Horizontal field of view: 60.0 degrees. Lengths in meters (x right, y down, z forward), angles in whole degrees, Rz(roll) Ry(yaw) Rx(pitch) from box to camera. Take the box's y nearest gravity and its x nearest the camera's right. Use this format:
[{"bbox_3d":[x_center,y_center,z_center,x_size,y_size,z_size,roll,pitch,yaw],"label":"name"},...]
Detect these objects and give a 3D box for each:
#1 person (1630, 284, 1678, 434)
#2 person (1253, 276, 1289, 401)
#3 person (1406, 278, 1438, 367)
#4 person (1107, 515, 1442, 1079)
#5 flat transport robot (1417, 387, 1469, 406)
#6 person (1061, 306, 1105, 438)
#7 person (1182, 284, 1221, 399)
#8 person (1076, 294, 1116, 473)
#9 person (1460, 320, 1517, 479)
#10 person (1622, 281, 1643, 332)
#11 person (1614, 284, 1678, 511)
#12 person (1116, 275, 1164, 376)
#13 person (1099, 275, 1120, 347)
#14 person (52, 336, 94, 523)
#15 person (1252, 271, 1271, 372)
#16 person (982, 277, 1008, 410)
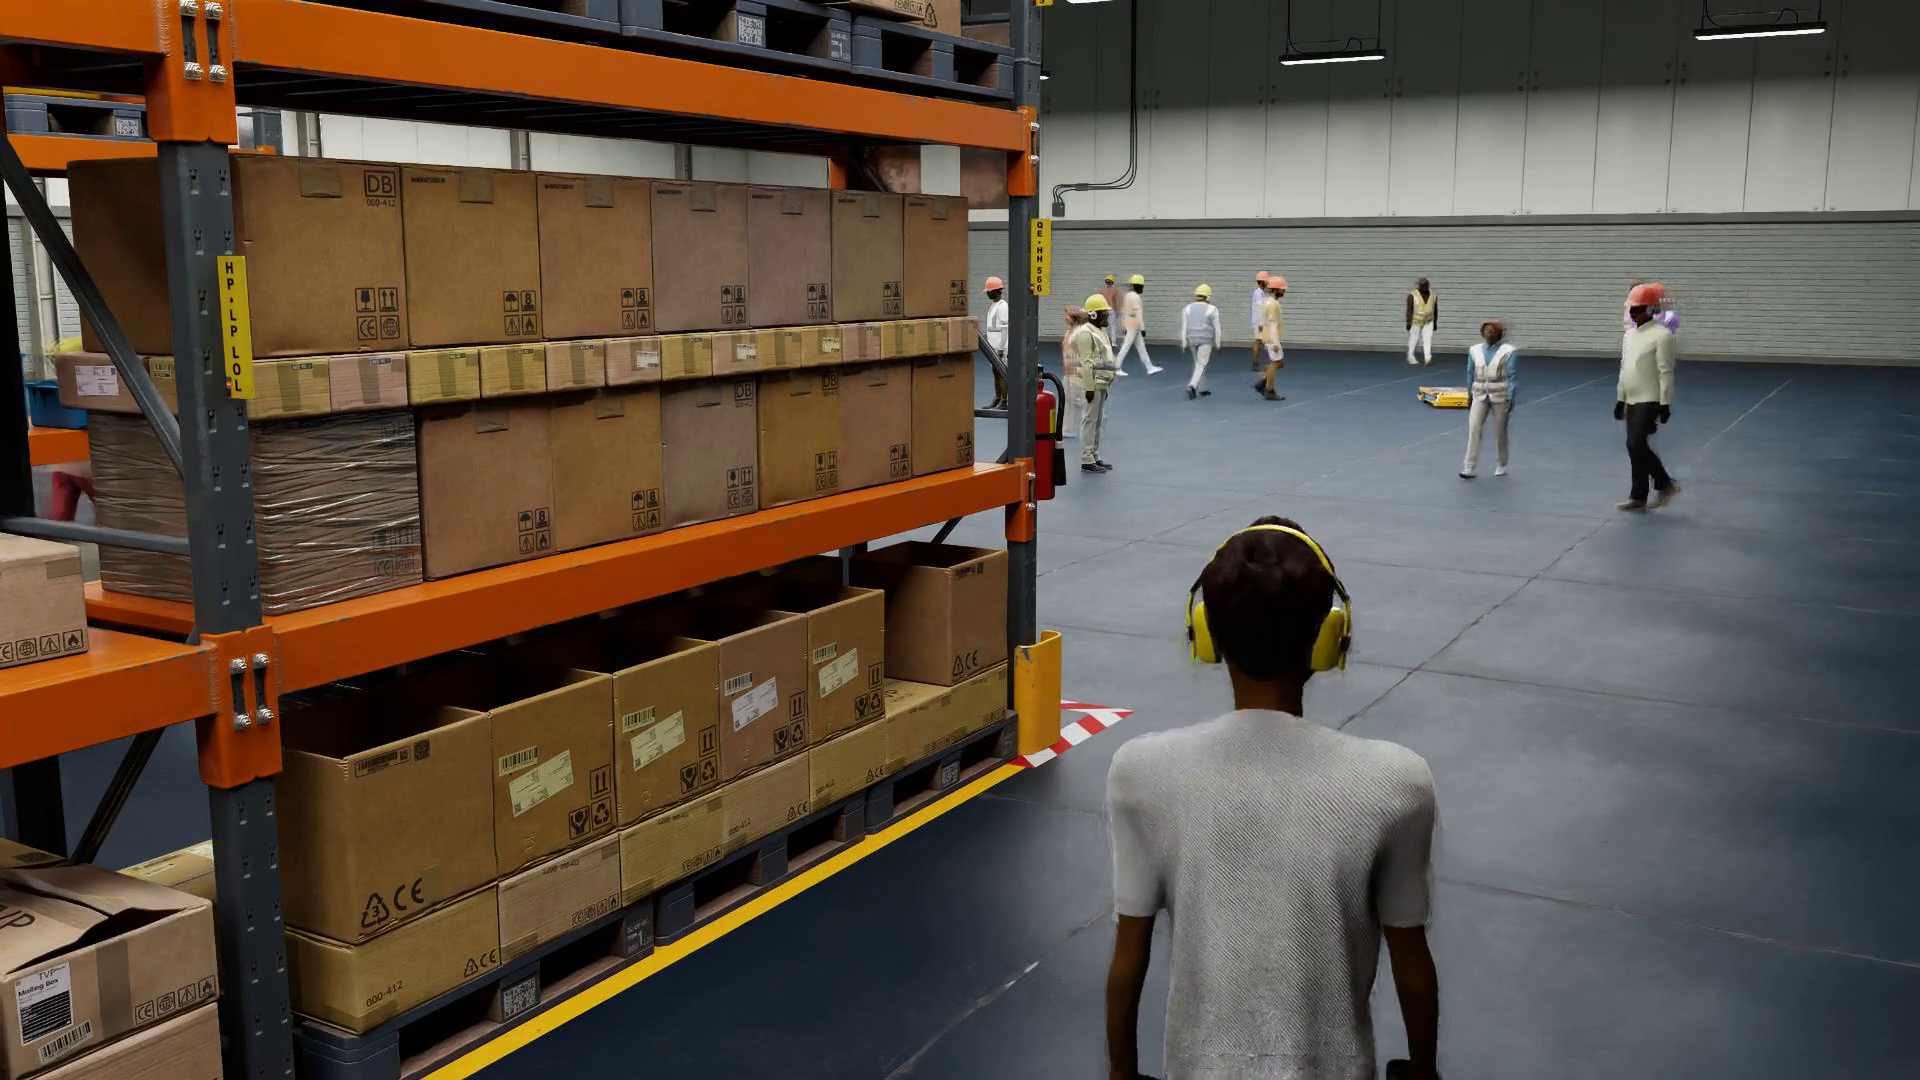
[{"bbox_3d":[8.541,-2.216,20.577,0.561,1.886,1.022,8,12,38],"label":"person"},{"bbox_3d":[4.844,-3.099,25.631,0.427,1.918,0.562,1,10,8],"label":"person"},{"bbox_3d":[9.410,-4.438,33.908,0.676,1.788,0.965,0,10,-1],"label":"person"},{"bbox_3d":[0.462,0.887,2.539,0.524,1.843,0.876,5,11,25],"label":"person"},{"bbox_3d":[7.331,-2.156,24.934,0.652,0.197,1.431,1,10,4],"label":"flat transport robot"},{"bbox_3d":[1.445,-2.044,20.324,0.554,1.620,0.526,-3,10,-14],"label":"person"},{"bbox_3d":[3.765,-3.111,26.092,0.603,1.798,0.884,7,12,35],"label":"person"},{"bbox_3d":[1.408,-1.614,17.184,0.404,1.837,0.588,3,10,18],"label":"person"},{"bbox_3d":[5.331,-1.413,16.715,0.526,1.593,0.831,7,12,35],"label":"person"},{"bbox_3d":[11.586,-3.541,28.602,0.430,1.799,0.814,2,10,10],"label":"person"},{"bbox_3d":[5.920,-1.217,14.435,0.458,1.983,0.614,-1,10,-5],"label":"person"},{"bbox_3d":[3.293,-3.981,30.937,1.005,1.868,0.615,0,10,-2],"label":"person"},{"bbox_3d":[3.647,-5.597,40.714,0.533,1.767,0.327,3,10,15],"label":"person"},{"bbox_3d":[-5.605,-0.429,10.567,0.524,1.730,0.887,3,10,19],"label":"person"},{"bbox_3d":[5.803,-4.202,32.041,0.360,1.938,0.546,2,10,9],"label":"person"},{"bbox_3d":[0.514,-2.783,23.762,0.374,1.928,0.542,-3,10,-15],"label":"person"}]
